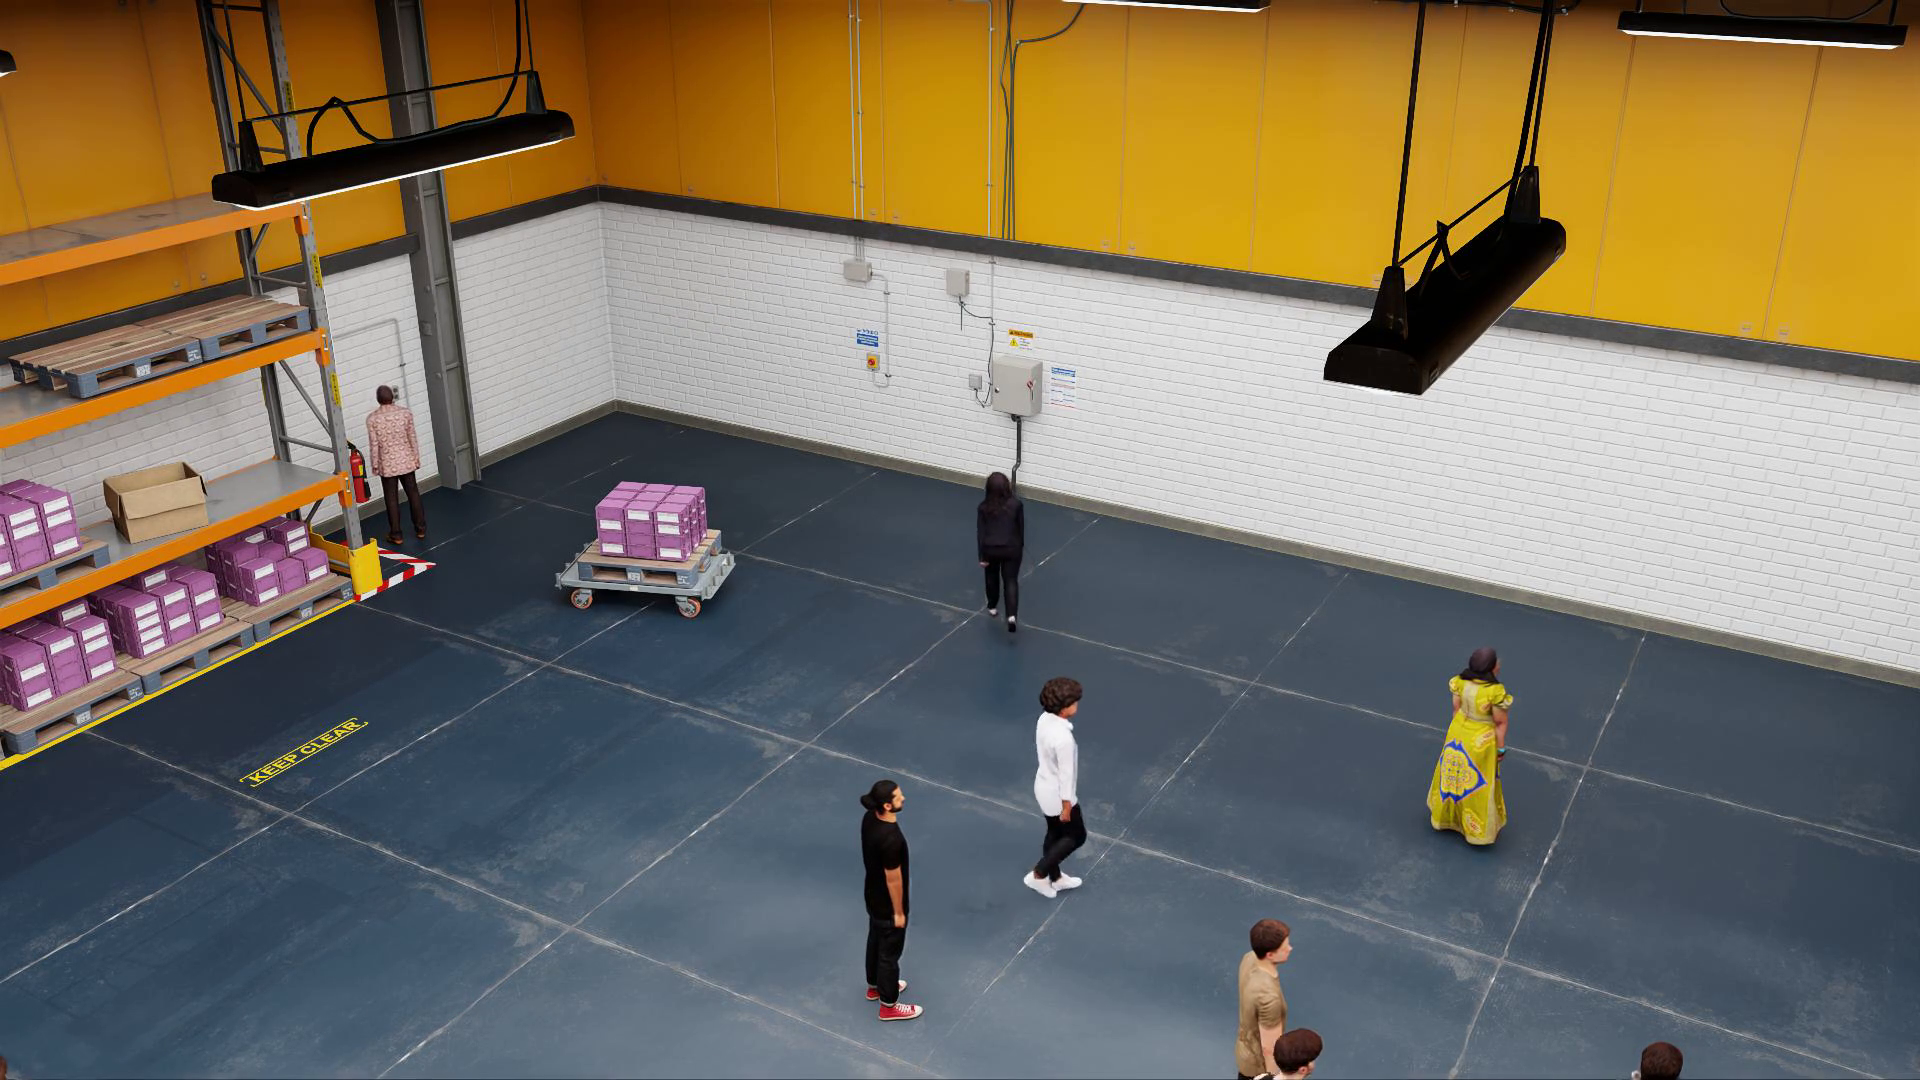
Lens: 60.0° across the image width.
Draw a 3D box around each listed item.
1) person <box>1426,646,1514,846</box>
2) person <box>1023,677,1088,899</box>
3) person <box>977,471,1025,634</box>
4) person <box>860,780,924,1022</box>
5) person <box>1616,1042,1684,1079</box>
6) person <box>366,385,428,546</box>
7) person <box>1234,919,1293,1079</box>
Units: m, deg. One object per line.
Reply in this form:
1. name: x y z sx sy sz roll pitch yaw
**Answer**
1. person: 3.990 1.569 12.880 0.933 1.659 0.964 -18 29 -35
2. person: 0.637 1.824 12.123 0.883 1.799 0.821 -7 25 -16
3. person: 0.422 0.144 16.235 1.000 1.584 1.158 -2 24 -4
4. person: -0.494 2.352 10.966 0.761 1.758 0.718 -9 25 -19
5. person: 3.449 3.358 8.548 0.698 1.851 0.598 17 29 33
6. person: -6.169 -0.838 18.203 0.689 1.806 0.825 -15 28 -31
7. person: 1.702 2.944 9.494 0.808 1.852 0.704 -2 24 -4
